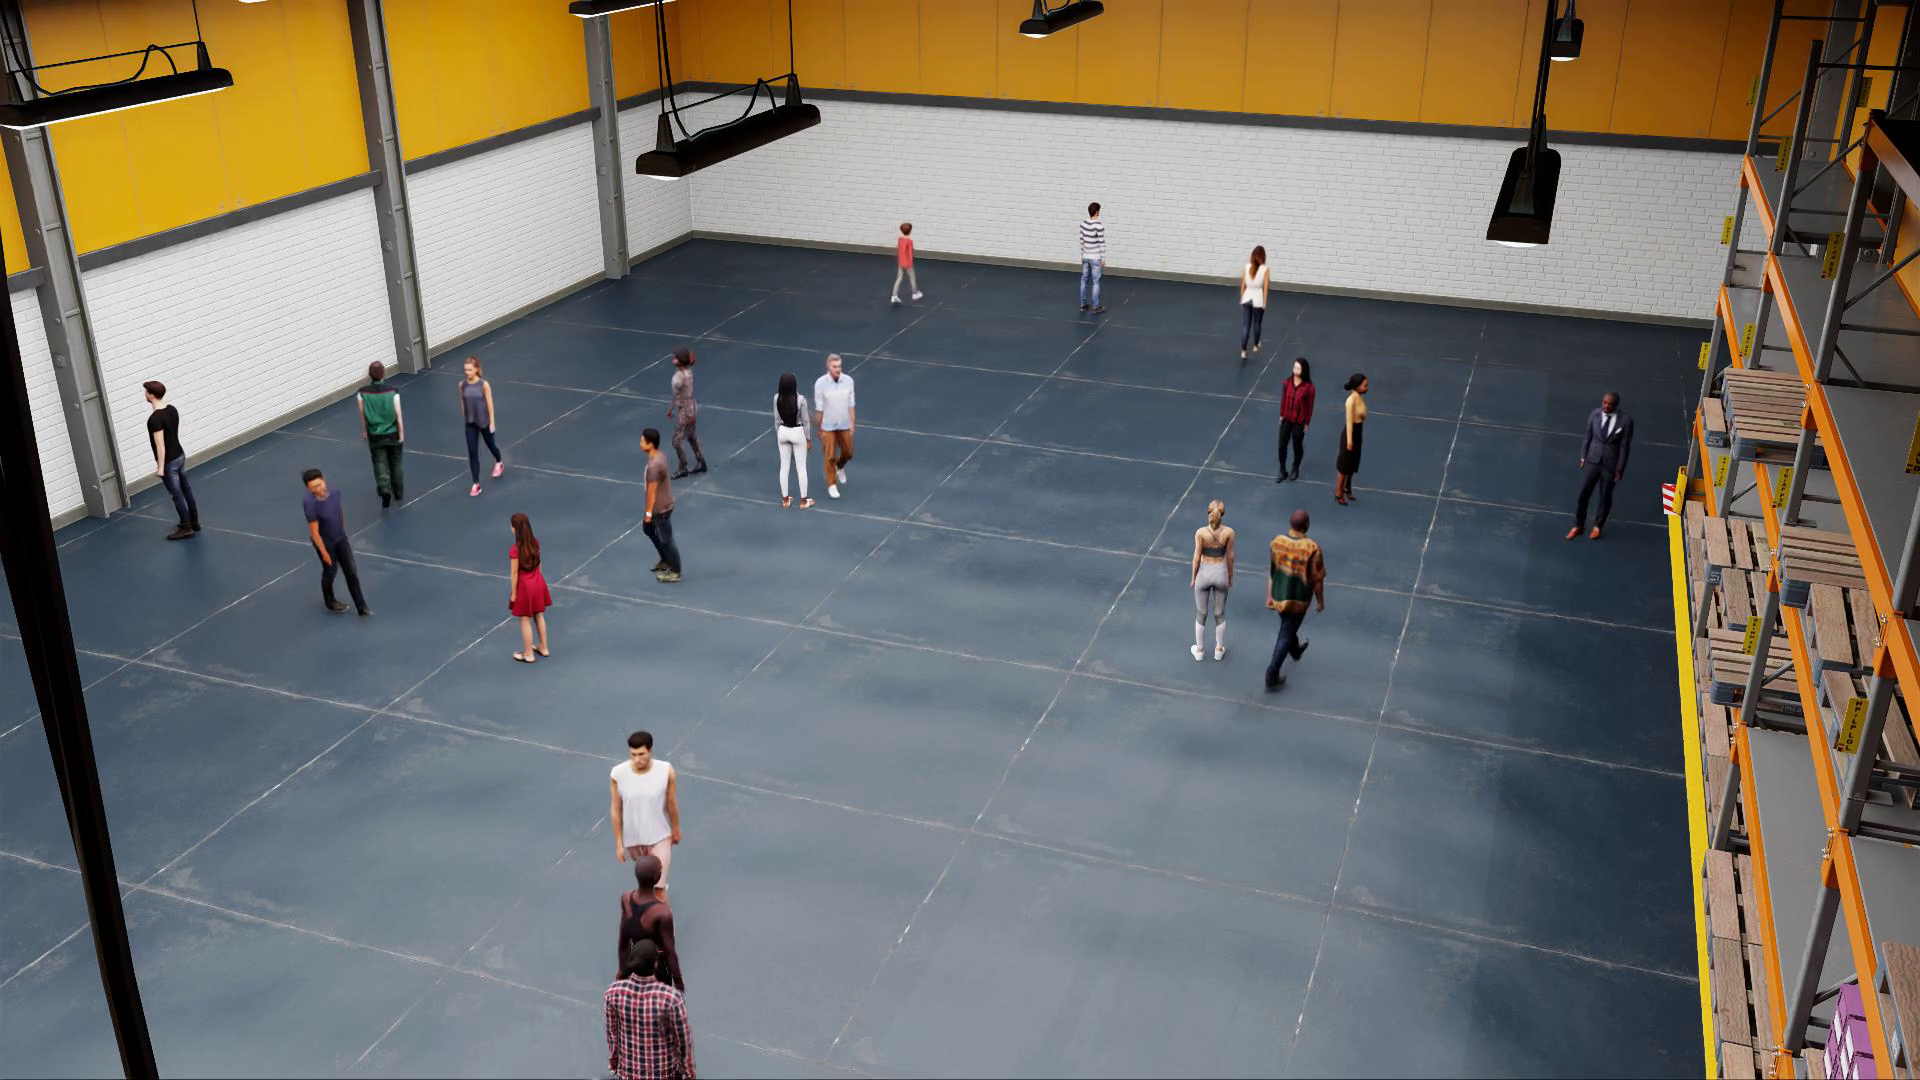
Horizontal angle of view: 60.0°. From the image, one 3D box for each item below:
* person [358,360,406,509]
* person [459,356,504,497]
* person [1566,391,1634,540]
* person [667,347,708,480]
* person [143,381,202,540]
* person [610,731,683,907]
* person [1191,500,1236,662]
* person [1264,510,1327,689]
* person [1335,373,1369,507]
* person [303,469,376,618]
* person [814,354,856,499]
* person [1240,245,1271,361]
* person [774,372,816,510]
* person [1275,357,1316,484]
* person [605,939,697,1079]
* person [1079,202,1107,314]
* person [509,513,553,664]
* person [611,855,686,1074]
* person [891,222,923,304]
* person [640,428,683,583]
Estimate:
[{"bbox_3d":[-6.995,-1.263,20.145,0.978,1.825,1.100,-6,24,-13],"label":"person"},{"bbox_3d":[-5.970,-1.470,20.796,0.800,1.683,1.216,2,24,4],"label":"person"},{"bbox_3d":[7.508,-0.891,19.317,0.834,1.806,0.880,17,29,33],"label":"person"},{"bbox_3d":[-3.395,-1.629,21.143,0.874,1.696,0.816,-10,26,-22],"label":"person"},{"bbox_3d":[-9.163,-0.941,19.319,0.790,1.896,0.621,0,24,1],"label":"person"},{"bbox_3d":[-2.327,2.156,12.431,0.849,1.739,1.227,0,24,1],"label":"person"},{"bbox_3d":[2.502,0.393,16.508,0.640,1.703,0.640,0,24,0],"label":"person"},{"bbox_3d":[3.142,0.609,15.950,0.938,1.755,1.253,17,29,34],"label":"person"},{"bbox_3d":[4.773,-1.238,20.300,0.699,1.654,0.546,15,28,31],"label":"person"},{"bbox_3d":[-6.592,0.012,17.353,0.895,1.724,0.958,9,25,20],"label":"person"},{"bbox_3d":[-1.577,-1.452,20.591,0.920,1.814,0.982,-10,25,-21],"label":"person"},{"bbox_3d":[4.491,-3.621,25.635,0.611,1.747,1.099,9,25,19],"label":"person"},{"bbox_3d":[-2.033,-1.222,20.176,0.600,1.724,0.527,7,25,15],"label":"person"},{"bbox_3d":[4.269,-1.535,20.996,0.681,1.641,0.748,15,28,30],"label":"person"},{"bbox_3d":[-1.894,3.219,9.991,0.819,1.746,0.820,3,24,6],"label":"person"},{"bbox_3d":[2.239,-4.798,28.194,0.713,1.855,0.663,19,30,37],"label":"person"},{"bbox_3d":[-4.289,0.464,16.536,0.667,1.551,0.593,14,27,28],"label":"person"},{"bbox_3d":[-2.079,2.863,10.808,0.712,1.742,0.802,15,28,31],"label":"person"},{"bbox_3d":[-0.984,-4.743,28.656,0.729,1.385,1.012,17,29,34],"label":"person"},{"bbox_3d":[-3.186,-0.376,18.192,0.824,1.764,0.729,-4,24,-10],"label":"person"}]
